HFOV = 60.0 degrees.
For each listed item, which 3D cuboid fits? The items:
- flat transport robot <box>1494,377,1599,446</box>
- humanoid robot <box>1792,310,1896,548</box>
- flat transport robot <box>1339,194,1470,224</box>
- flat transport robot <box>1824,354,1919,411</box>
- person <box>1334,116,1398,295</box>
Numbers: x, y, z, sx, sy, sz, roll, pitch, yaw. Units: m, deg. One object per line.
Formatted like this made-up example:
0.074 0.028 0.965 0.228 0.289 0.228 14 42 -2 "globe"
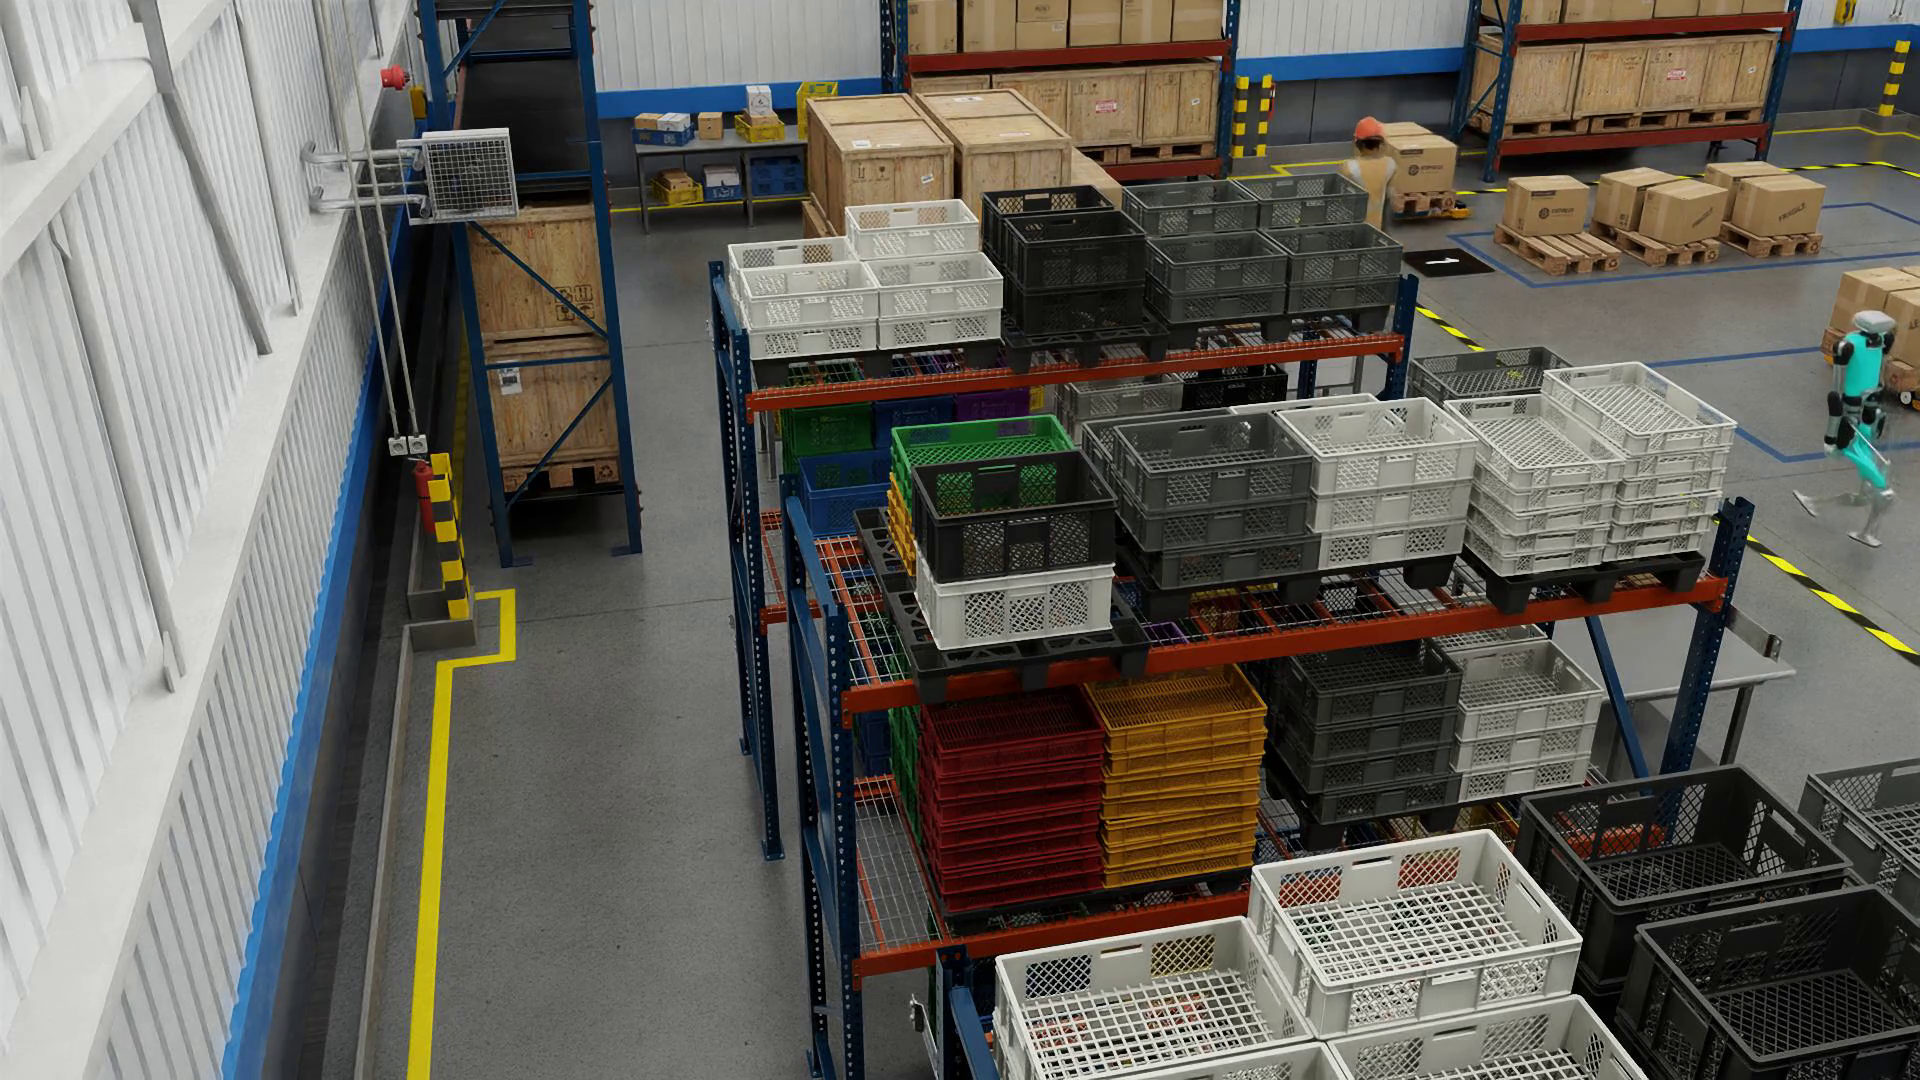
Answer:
4.780 -1.036 14.013 0.659 0.231 1.431 -6 28 -12 "flat transport robot"
6.499 -0.737 11.865 0.530 1.730 1.021 -13 31 -24 "humanoid robot"
5.155 -3.916 19.447 1.431 0.197 0.652 -6 28 -12 "flat transport robot"
8.473 -1.467 14.800 0.652 0.197 1.431 -6 28 -12 "flat transport robot"
3.826 -3.011 15.877 0.607 2.027 0.504 -9 29 -16 "person"
